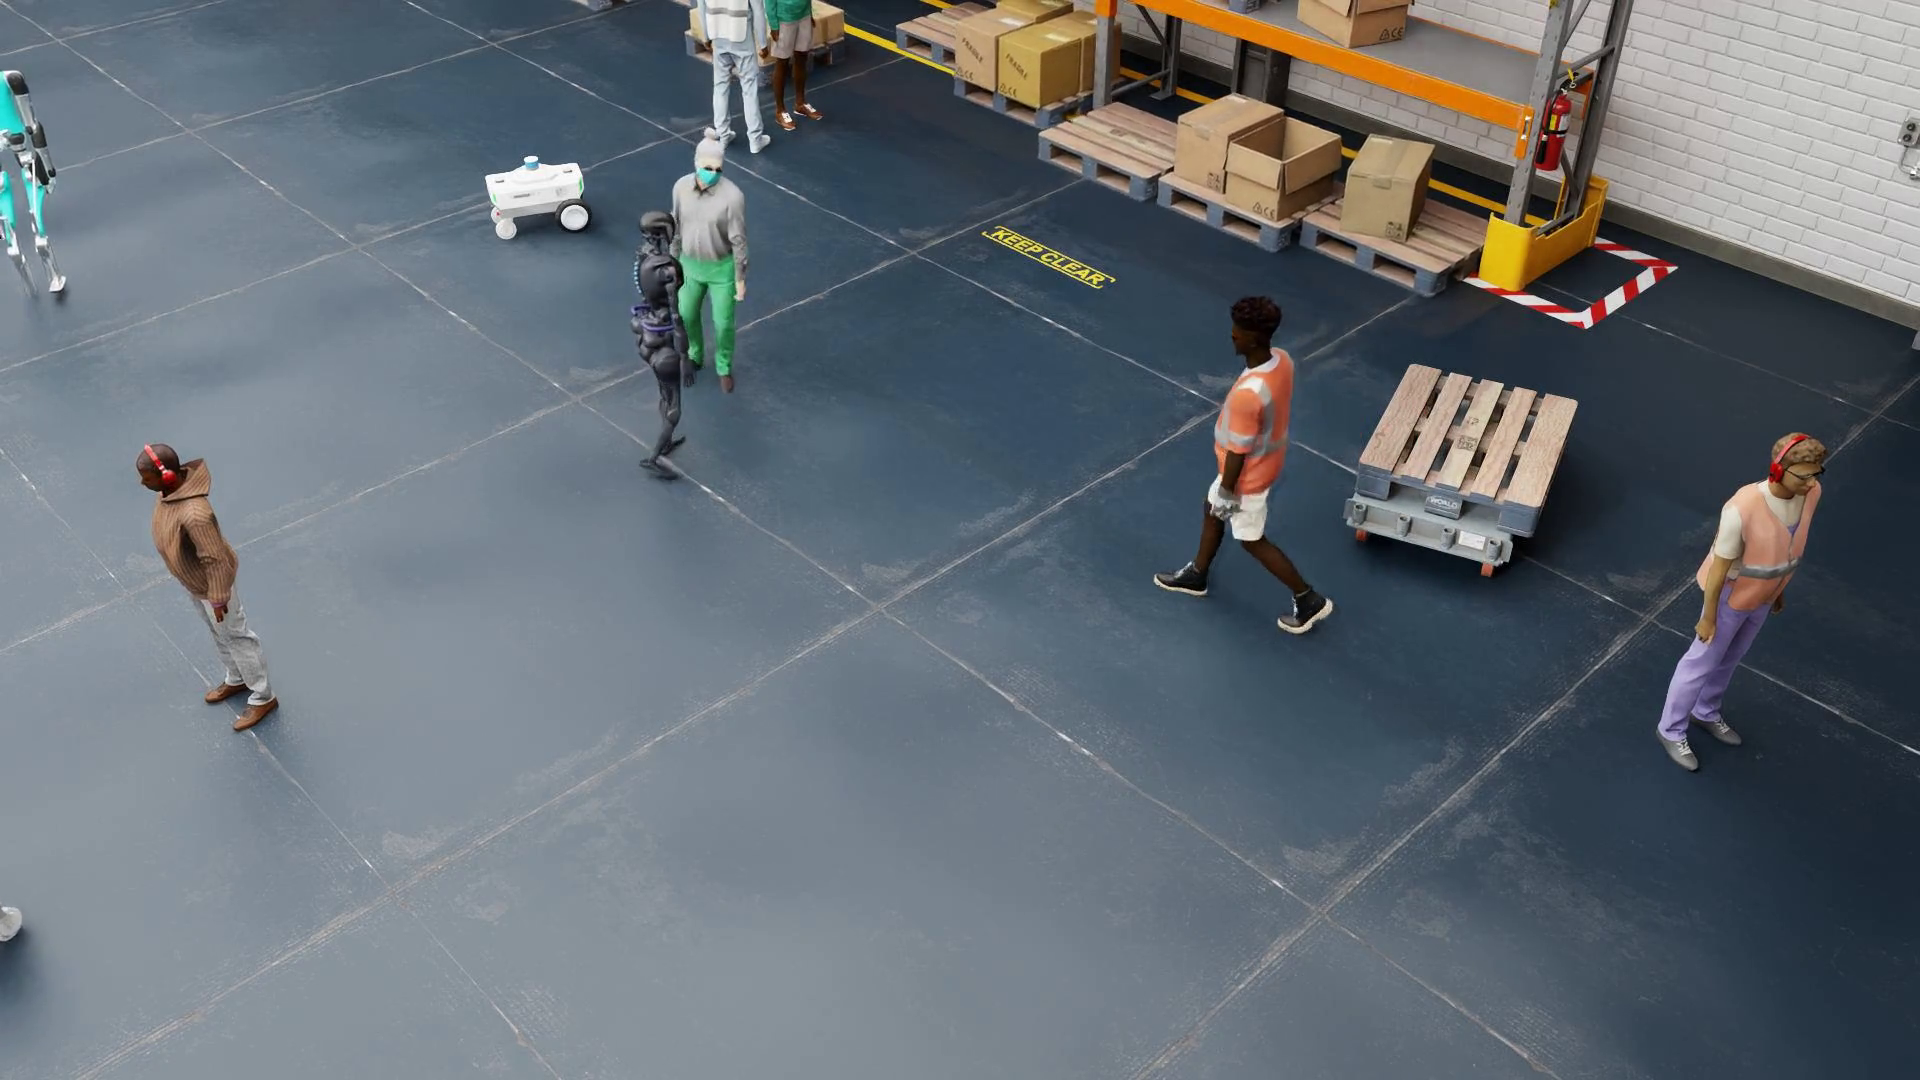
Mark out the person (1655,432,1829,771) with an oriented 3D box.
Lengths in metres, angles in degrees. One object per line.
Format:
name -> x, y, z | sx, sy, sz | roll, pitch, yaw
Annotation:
person -> 3.692, 0.267, 7.872 | 0.565, 1.845, 0.388 | -20, 41, -24

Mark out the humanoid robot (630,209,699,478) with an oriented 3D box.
humanoid robot -> -1.838, -1.185, 9.940 | 0.452, 1.648, 0.603 | -18, 41, -23

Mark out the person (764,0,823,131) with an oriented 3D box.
person -> -1.446, -4.438, 14.098 | 0.382, 1.848, 0.509 | 29, 46, 33

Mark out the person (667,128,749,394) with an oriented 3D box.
person -> -1.624, -1.761, 10.582 | 0.633, 1.820, 0.335 | 11, 38, 14

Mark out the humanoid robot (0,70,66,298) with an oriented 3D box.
humanoid robot -> -6.596, -2.425, 11.590 | 0.538, 1.864, 0.759 | -10, 38, -13

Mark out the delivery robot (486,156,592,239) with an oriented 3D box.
delivery robot -> -3.244, -2.657, 12.825 | 0.813, 0.609, 0.499 | -12, 39, -16

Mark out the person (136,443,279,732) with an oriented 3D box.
person -> -3.665, 0.205, 8.116 | 0.333, 1.647, 0.459 | -30, 46, -33

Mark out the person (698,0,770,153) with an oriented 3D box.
person -> -1.862, -4.122, 13.635 | 0.585, 1.909, 0.384 | 11, 38, 14

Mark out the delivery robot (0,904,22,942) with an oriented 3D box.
delivery robot -> -4.527, 1.547, 7.260 | 0.781, 0.609, 0.499 | 24, 43, 28

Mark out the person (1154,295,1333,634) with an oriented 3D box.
person -> 1.568, -0.376, 8.667 | 0.964, 1.925, 0.603 | 15, 40, 19
